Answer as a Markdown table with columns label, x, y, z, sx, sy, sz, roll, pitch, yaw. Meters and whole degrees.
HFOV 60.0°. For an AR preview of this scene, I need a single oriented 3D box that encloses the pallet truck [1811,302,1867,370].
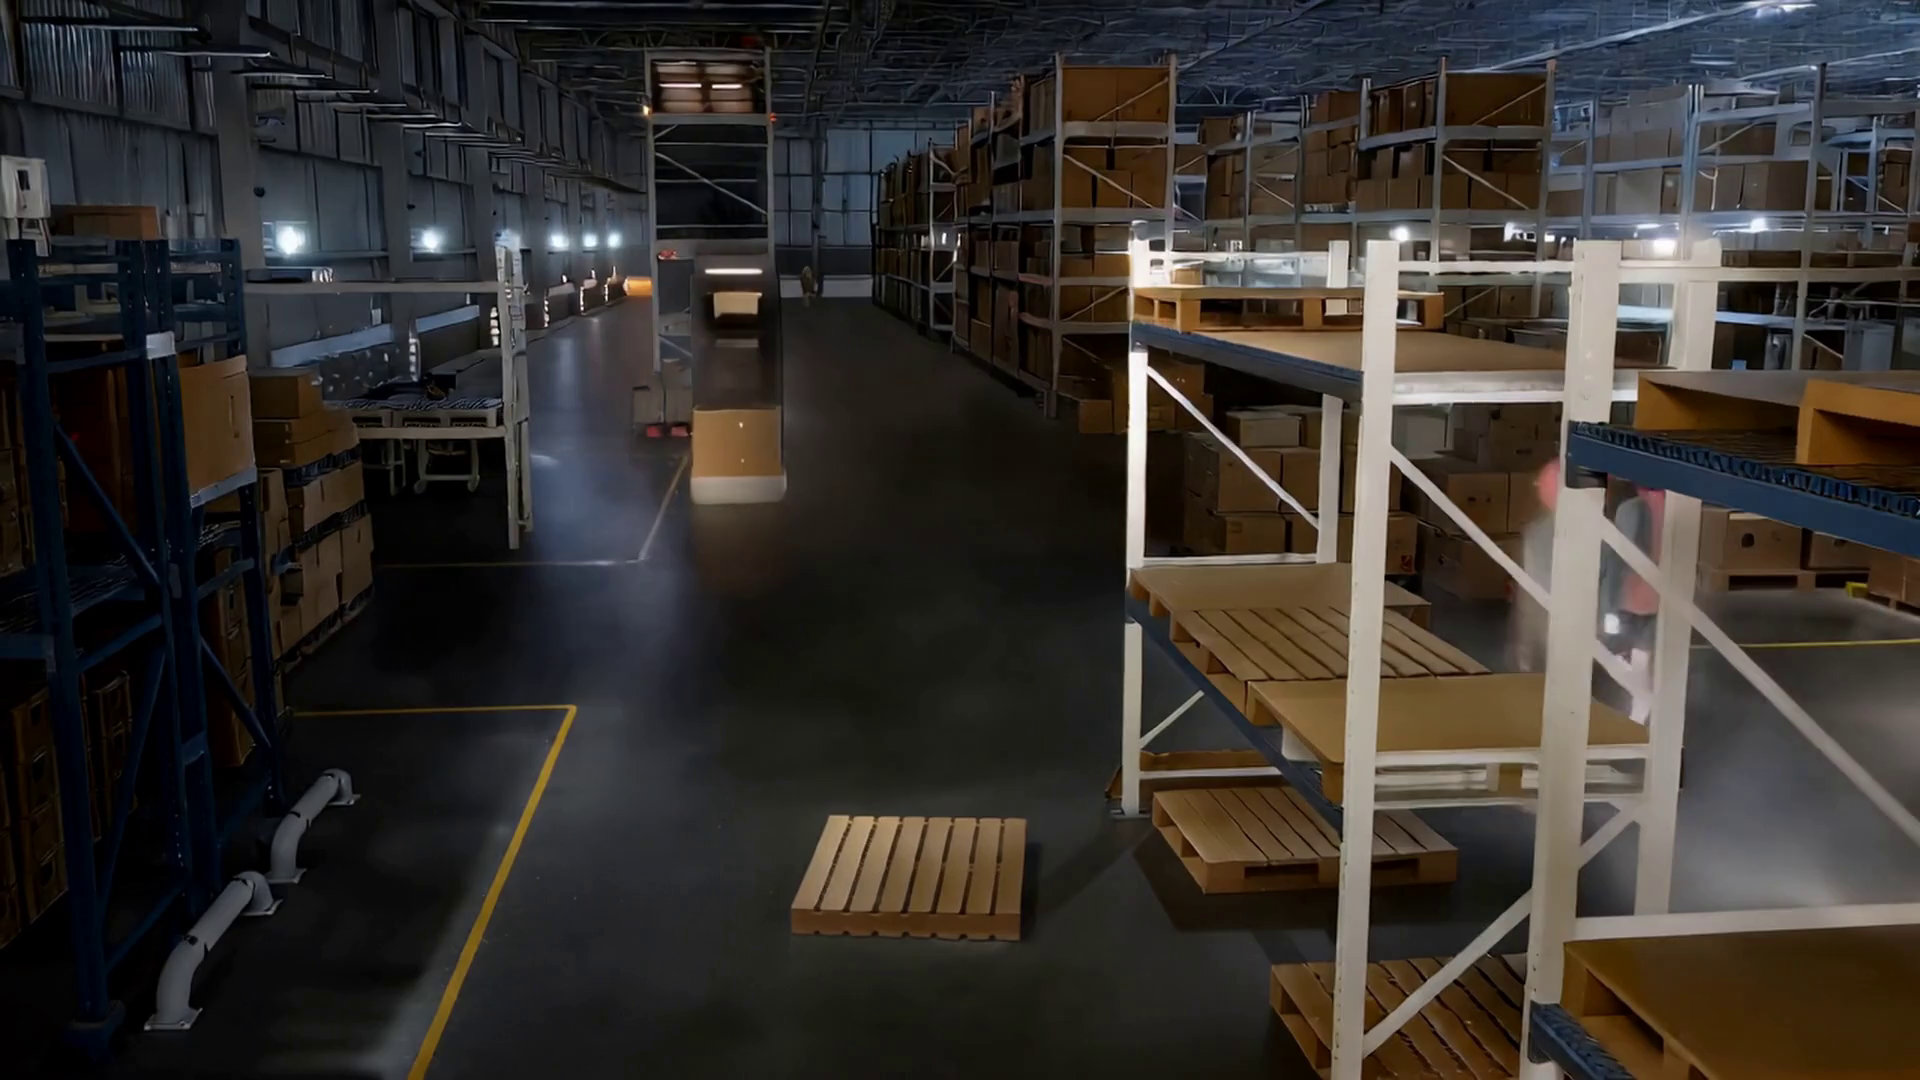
| label | x | y | z | sx | sy | sz | roll | pitch | yaw |
| --- | --- | --- | --- | --- | --- | --- | --- | --- | --- |
| pallet truck | 15.846 | -3.142 | 28.793 | 1.885 | 1.965 | 0.823 | 2 | 10 | 12 |

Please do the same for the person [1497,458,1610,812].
| label | x | y | z | sx | sy | sz | roll | pitch | yaw |
| --- | --- | --- | --- | --- | --- | --- | --- | --- | --- |
| person | 3.090 | 0.513 | 8.736 | 0.664 | 1.923 | 0.485 | -7 | 12 | -33 |

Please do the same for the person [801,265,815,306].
| label | x | y | z | sx | sy | sz | roll | pitch | yaw |
| --- | --- | --- | --- | --- | --- | --- | --- | --- | --- |
| person | -7.028 | -11.798 | 77.023 | 0.636 | 1.903 | 0.405 | 0 | 10 | 1 |

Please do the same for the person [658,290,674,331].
| label | x | y | z | sx | sy | sz | roll | pitch | yaw |
| --- | --- | --- | --- | --- | --- | --- | --- | --- | --- |
| person | -8.581 | -6.652 | 48.519 | 0.649 | 1.901 | 0.402 | -6 | 12 | -29 |

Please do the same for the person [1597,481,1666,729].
| label | x | y | z | sx | sy | sz | roll | pitch | yaw |
| --- | --- | --- | --- | --- | --- | --- | --- | --- | --- |
| person | 4.021 | 0.340 | 9.709 | 0.560 | 1.918 | 0.502 | -5 | 11 | -25 |

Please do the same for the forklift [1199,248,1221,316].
| label | x | y | z | sx | sy | sz | roll | pitch | yaw |
| --- | --- | --- | --- | --- | --- | --- | --- | --- | --- |
| forklift | 7.261 | -7.042 | 47.951 | 1.873 | 2.768 | 1.129 | -1 | 10 | -6 |

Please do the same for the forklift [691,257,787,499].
| label | x | y | z | sx | sy | sz | roll | pitch | yaw |
| --- | --- | --- | --- | --- | --- | --- | --- | --- | --- |
| forklift | -2.666 | -1.980 | 19.904 | 1.129 | 2.768 | 1.873 | -1 | 10 | -6 |
